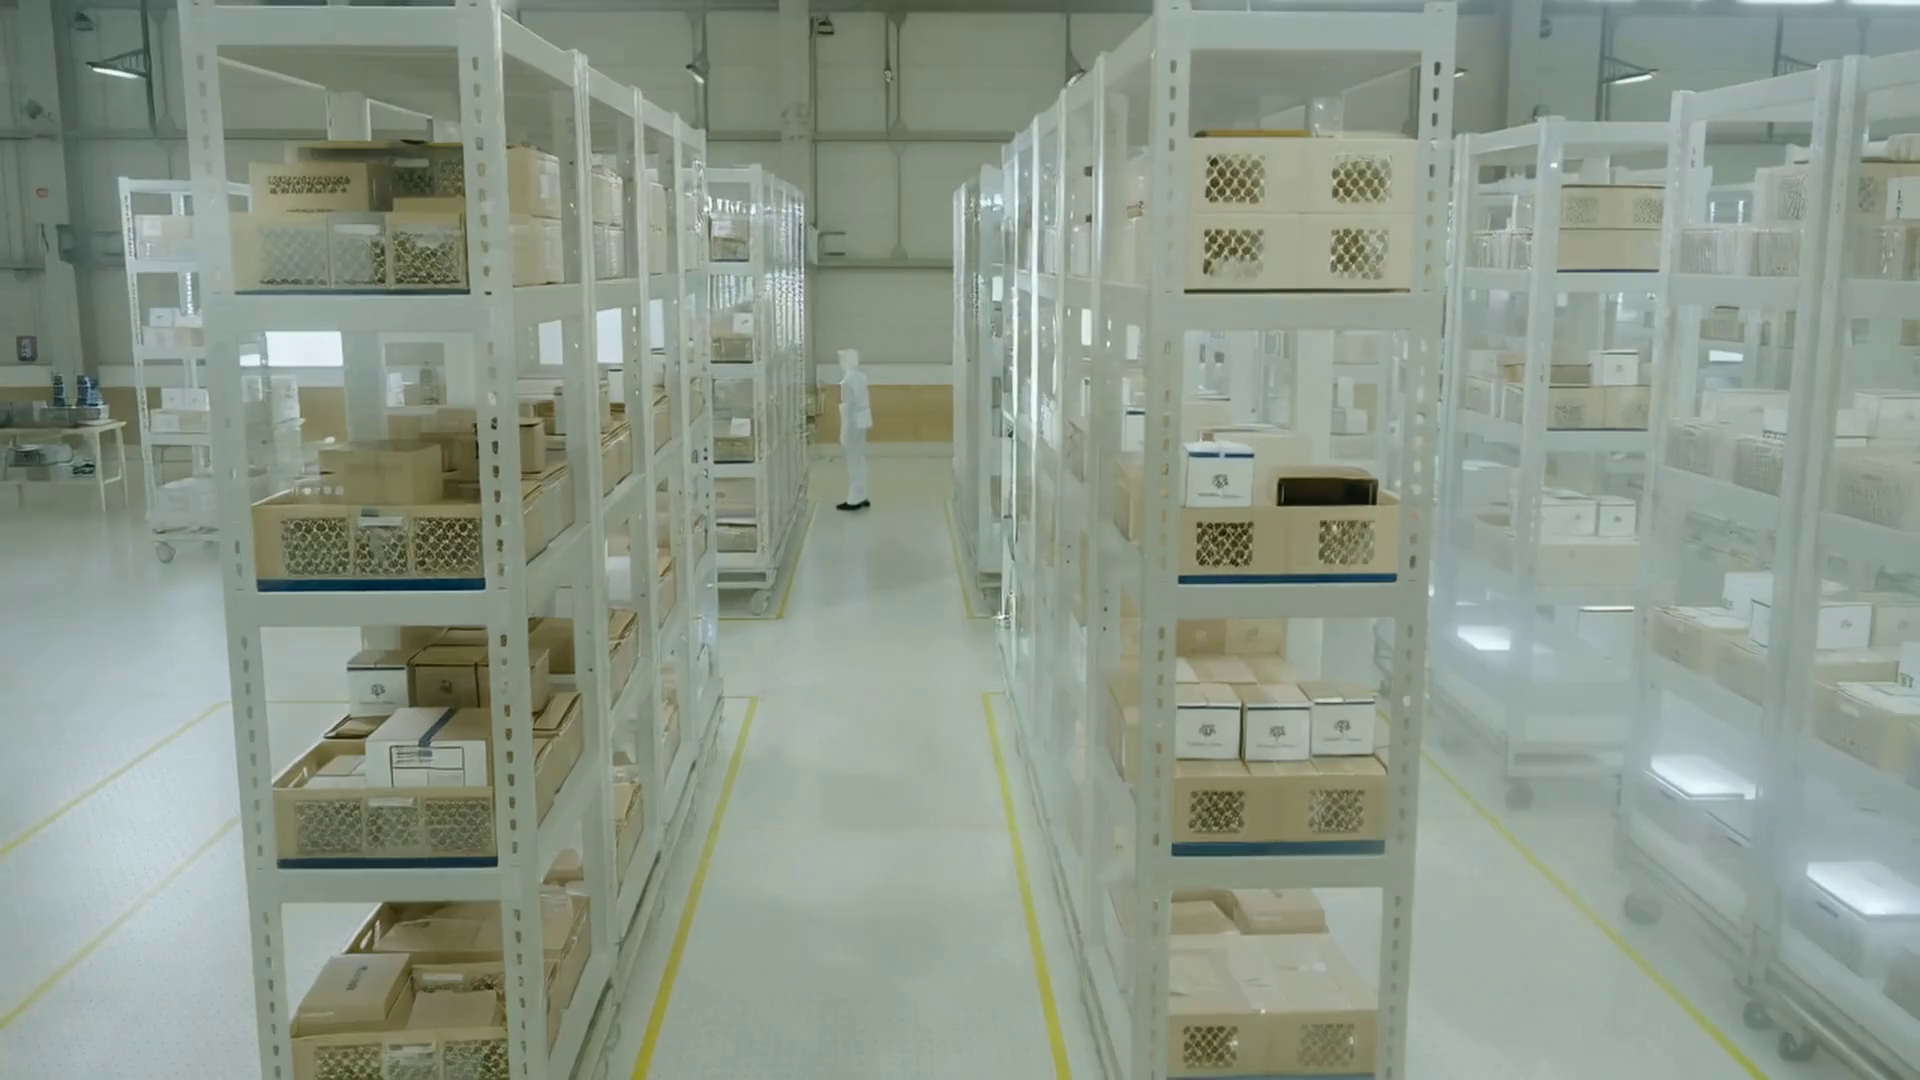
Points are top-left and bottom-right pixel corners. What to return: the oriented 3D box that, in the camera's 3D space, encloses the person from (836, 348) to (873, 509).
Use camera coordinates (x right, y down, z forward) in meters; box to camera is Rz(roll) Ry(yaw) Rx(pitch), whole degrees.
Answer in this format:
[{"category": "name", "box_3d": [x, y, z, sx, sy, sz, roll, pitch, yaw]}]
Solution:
[{"category": "person", "box_3d": [-1.198, -1.265, 18.980, 0.389, 1.837, 0.560, 3, 10, 18]}]
